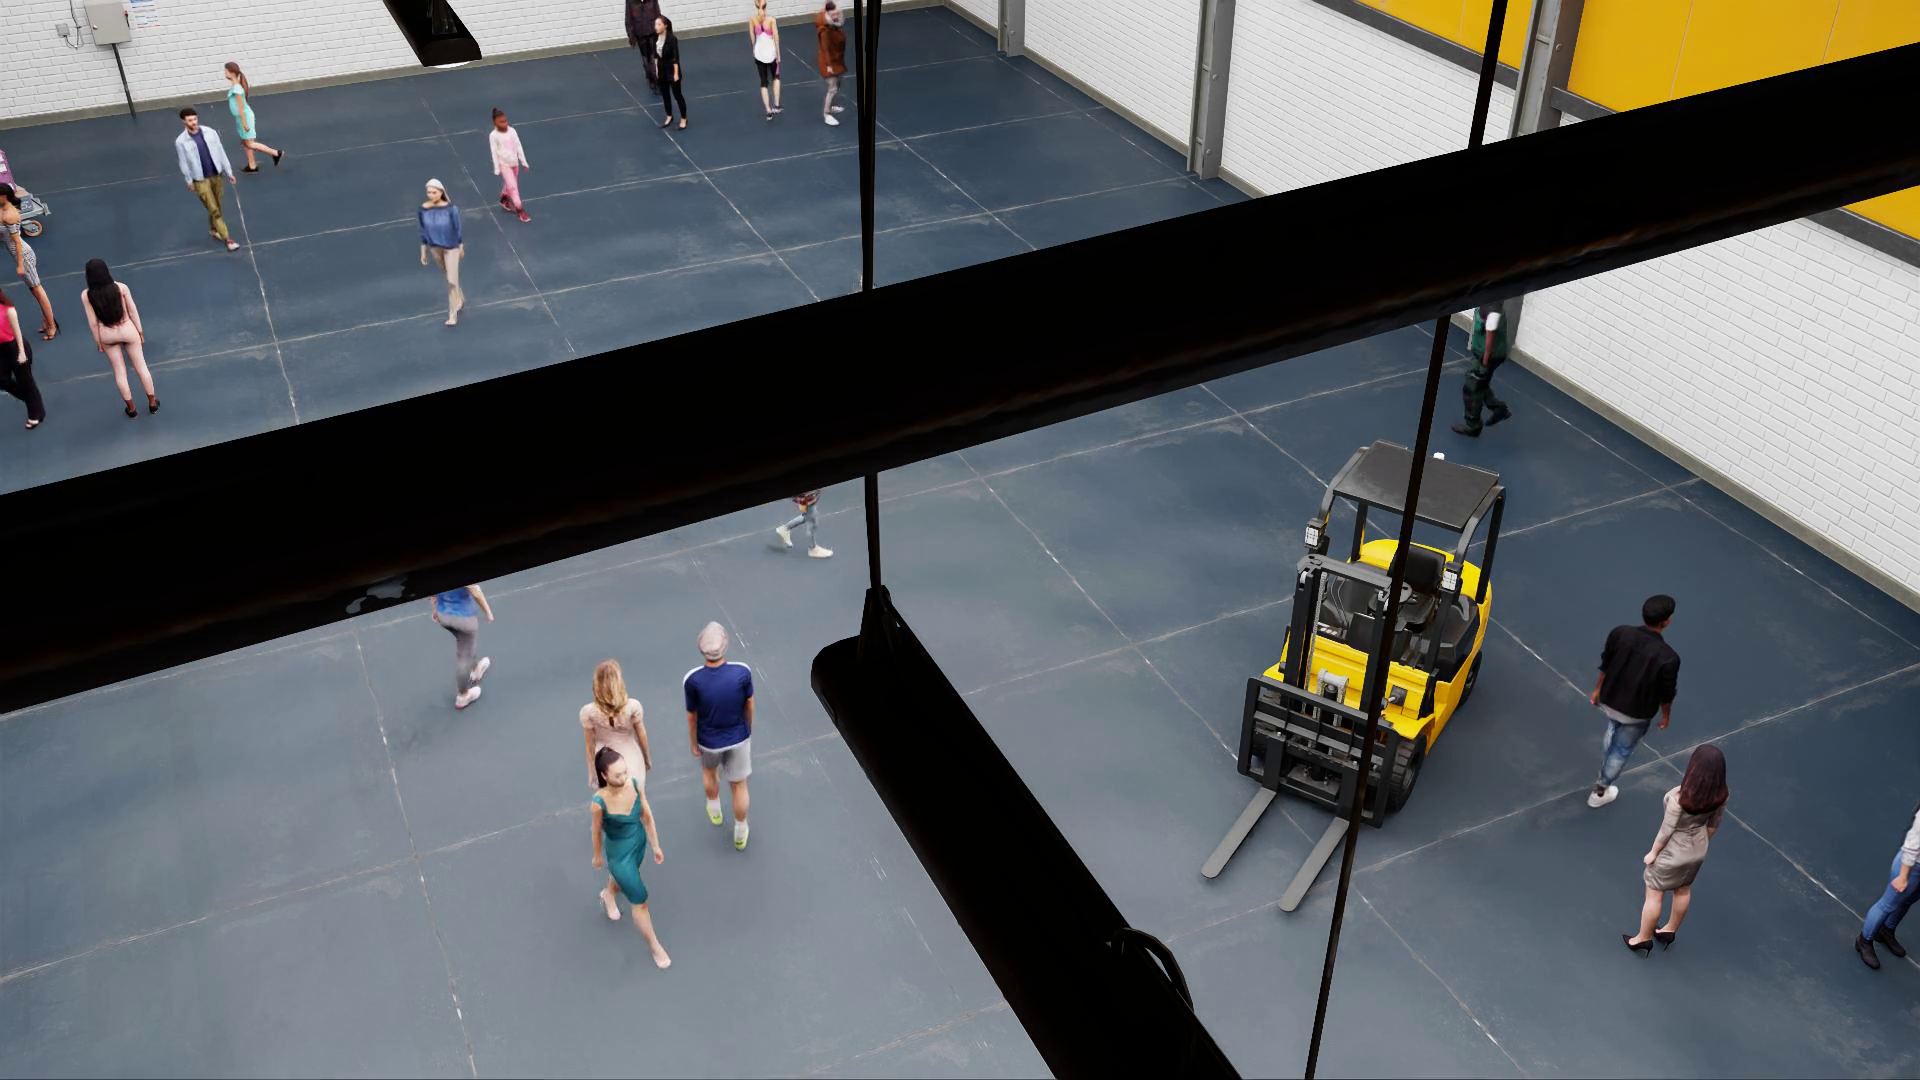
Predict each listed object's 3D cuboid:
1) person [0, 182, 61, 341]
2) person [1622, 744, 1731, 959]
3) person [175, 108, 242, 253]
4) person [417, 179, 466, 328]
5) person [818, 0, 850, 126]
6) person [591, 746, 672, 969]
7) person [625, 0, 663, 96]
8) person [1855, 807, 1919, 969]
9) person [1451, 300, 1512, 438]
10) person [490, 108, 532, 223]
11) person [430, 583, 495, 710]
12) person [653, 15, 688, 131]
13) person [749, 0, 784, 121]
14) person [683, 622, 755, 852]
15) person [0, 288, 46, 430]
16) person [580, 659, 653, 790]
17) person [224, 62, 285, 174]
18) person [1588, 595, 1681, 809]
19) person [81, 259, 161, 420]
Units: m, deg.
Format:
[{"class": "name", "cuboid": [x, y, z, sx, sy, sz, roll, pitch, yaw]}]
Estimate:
[{"class": "person", "cuboid": [-10.381, -3.105, 18.467, 0.676, 1.822, 0.509, -19, 38, -27]}, {"class": "person", "cuboid": [4.675, 2.026, 10.815, 0.628, 1.746, 0.550, -9, 35, -13]}, {"class": "person", "cuboid": [-9.344, -4.484, 20.591, 1.255, 1.767, 0.988, 26, 42, 34]}, {"class": "person", "cuboid": [-5.844, -3.316, 18.938, 0.988, 1.651, 1.184, 4, 34, 6]}, {"class": "person", "cuboid": [-1.905, -6.980, 24.311, 1.031, 1.805, 0.938, 0, 34, 1]}, {"class": "person", "cuboid": [-2.240, 2.004, 10.945, 1.065, 1.639, 0.810, 26, 42, 34]}, {"class": "person", "cuboid": [-4.795, -7.818, 25.593, 0.892, 1.782, 1.096, -9, 35, -13]}, {"class": "person", "cuboid": [6.224, 2.106, 10.800, 0.600, 1.631, 0.499, -14, 36, -20]}, {"class": "person", "cuboid": [5.322, -1.843, 16.576, 1.003, 1.813, 0.946, 7, 34, 10]}, {"class": "person", "cuboid": [-5.879, -4.884, 21.504, 1.052, 1.422, 0.825, 25, 41, 33]}, {"class": "person", "cuboid": [-3.978, 0.643, 13.034, 0.863, 1.593, 0.920, 12, 35, 17]}, {"class": "person", "cuboid": [-4.223, -6.807, 24.186, 0.654, 1.655, 0.746, 19, 38, 26]}, {"class": "person", "cuboid": [-2.900, -7.073, 24.495, 0.781, 1.757, 0.840, 5, 34, 8]}, {"class": "person", "cuboid": [-1.643, 1.431, 11.649, 0.739, 1.815, 0.856, -6, 34, -8]}, {"class": "person", "cuboid": [-9.560, -1.930, 16.854, 0.756, 1.649, 0.819, 8, 34, 12]}, {"class": "person", "cuboid": [-2.320, 1.652, 11.341, 0.817, 1.787, 1.165, -4, 34, -7]}, {"class": "person", "cuboid": [-9.687, -5.746, 22.693, 0.715, 1.542, 0.863, -7, 34, -11]}, {"class": "person", "cuboid": [4.784, 1.198, 12.022, 0.857, 1.790, 0.857, -23, 40, -30]}, {"class": "person", "cuboid": [-8.588, -2.062, 16.987, 0.611, 1.722, 0.526, -16, 37, -22]}]
